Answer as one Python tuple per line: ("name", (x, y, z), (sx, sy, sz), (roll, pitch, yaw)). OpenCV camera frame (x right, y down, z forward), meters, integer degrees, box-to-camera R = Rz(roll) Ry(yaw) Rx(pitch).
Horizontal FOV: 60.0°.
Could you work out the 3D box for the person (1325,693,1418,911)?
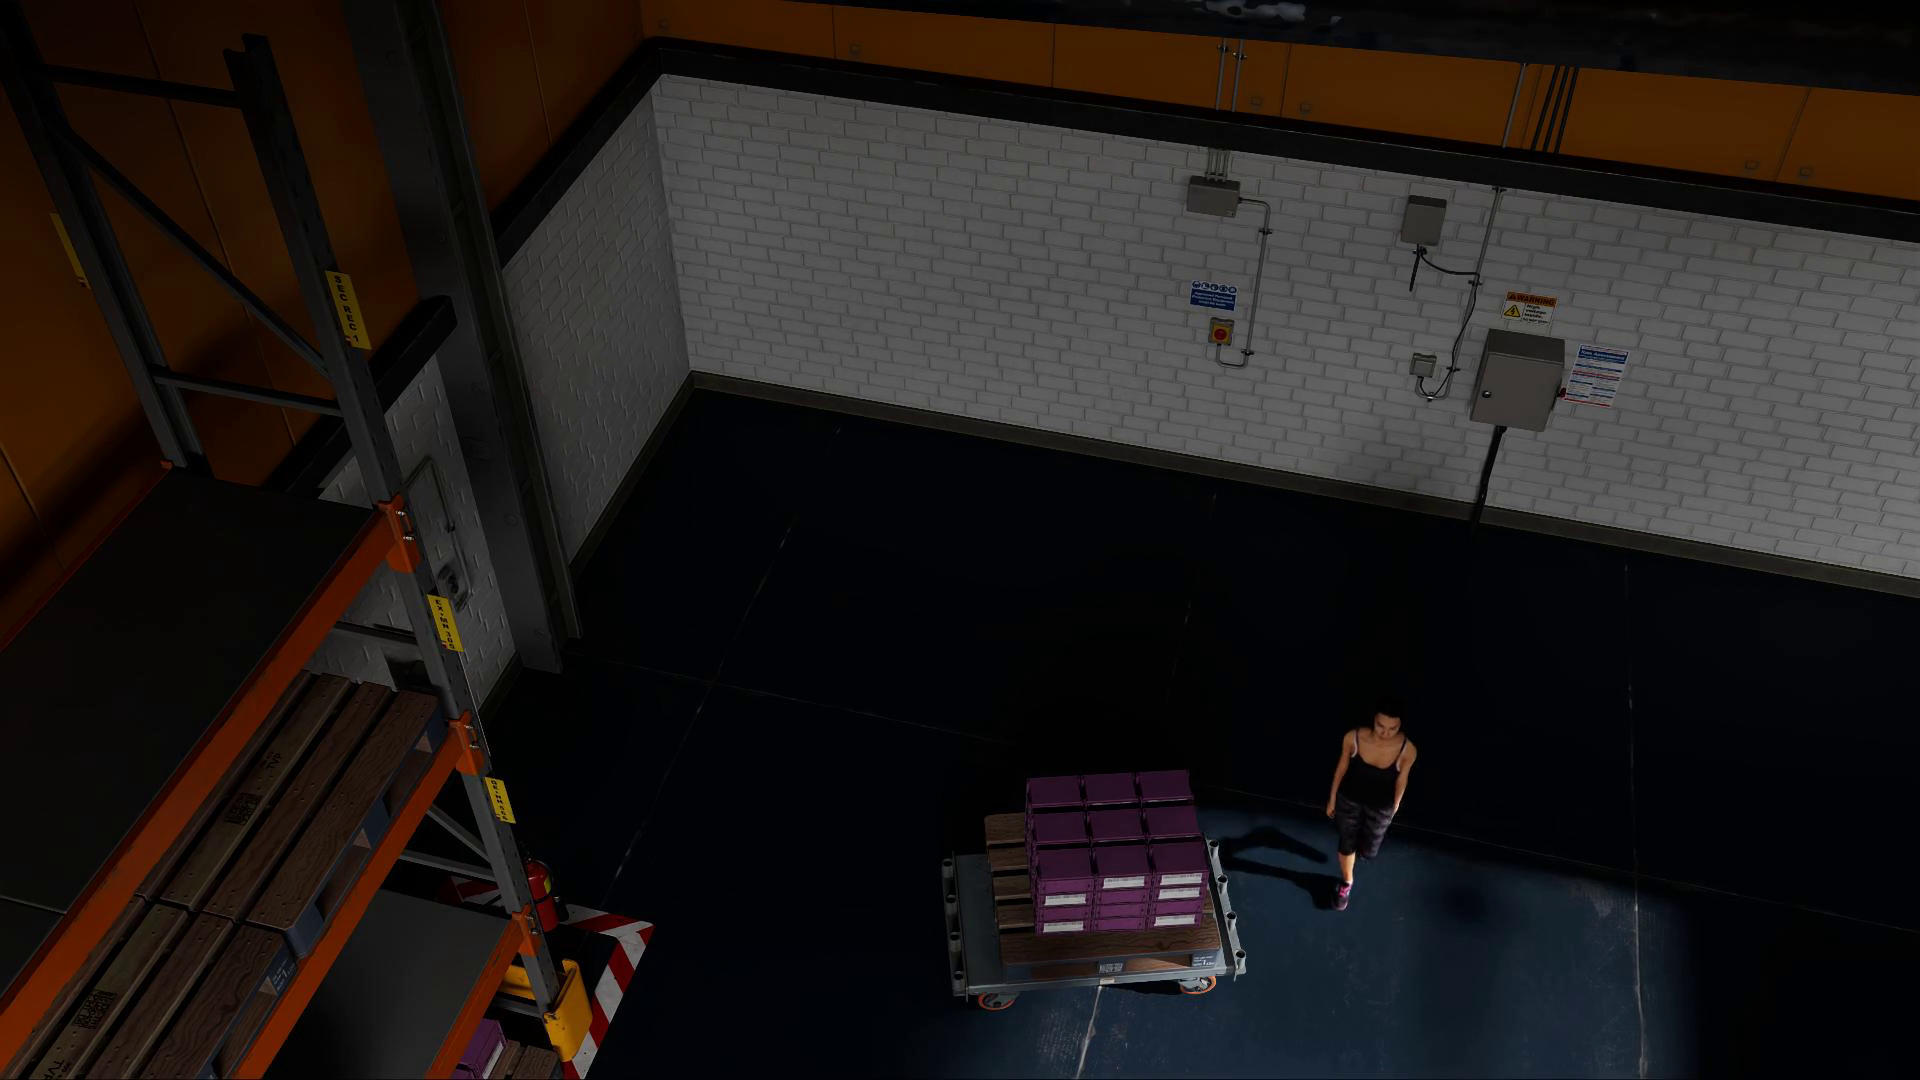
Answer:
("person", (2.330, 1.425, 9.532), (0.591, 1.713, 0.769), (14, 45, 14))
